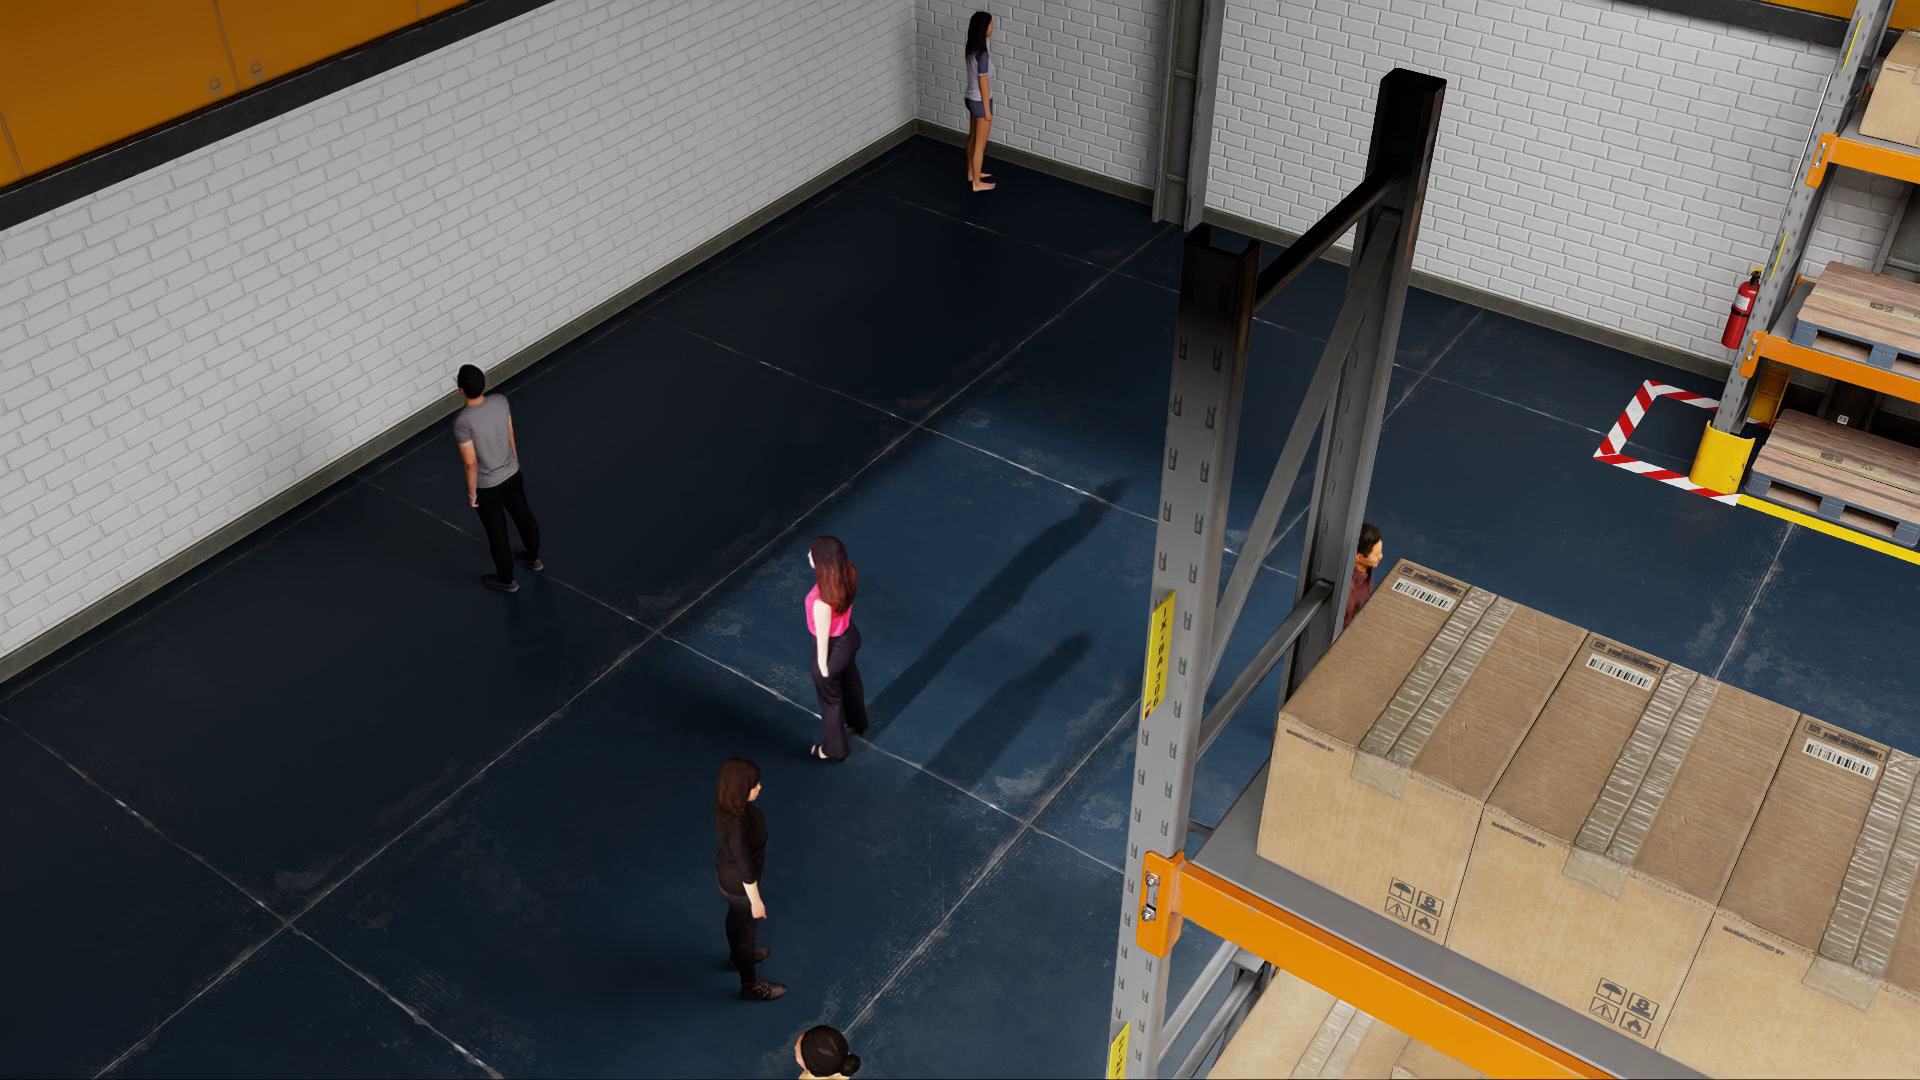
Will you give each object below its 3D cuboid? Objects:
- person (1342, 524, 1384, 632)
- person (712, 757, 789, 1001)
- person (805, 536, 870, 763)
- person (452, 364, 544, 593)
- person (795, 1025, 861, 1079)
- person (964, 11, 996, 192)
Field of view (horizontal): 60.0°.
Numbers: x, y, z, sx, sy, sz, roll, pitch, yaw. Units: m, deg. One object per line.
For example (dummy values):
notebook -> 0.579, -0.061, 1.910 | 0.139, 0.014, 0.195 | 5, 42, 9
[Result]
person -> 2.152, 0.603, 9.874 | 0.903, 1.755, 0.723 | 20, 43, 23
person -> -1.135, 1.735, 8.547 | 0.716, 1.640, 0.623 | -12, 40, -15
person -> -0.747, 0.637, 9.906 | 0.578, 1.661, 0.623 | 15, 41, 18
person -> -3.124, -0.428, 11.165 | 0.539, 1.754, 0.618 | 22, 44, 25
person -> -0.585, 2.678, 7.356 | 0.642, 1.653, 0.647 | 9, 39, 11
person -> 0.180, -4.195, 15.898 | 0.717, 1.733, 0.634 | -11, 40, -13
